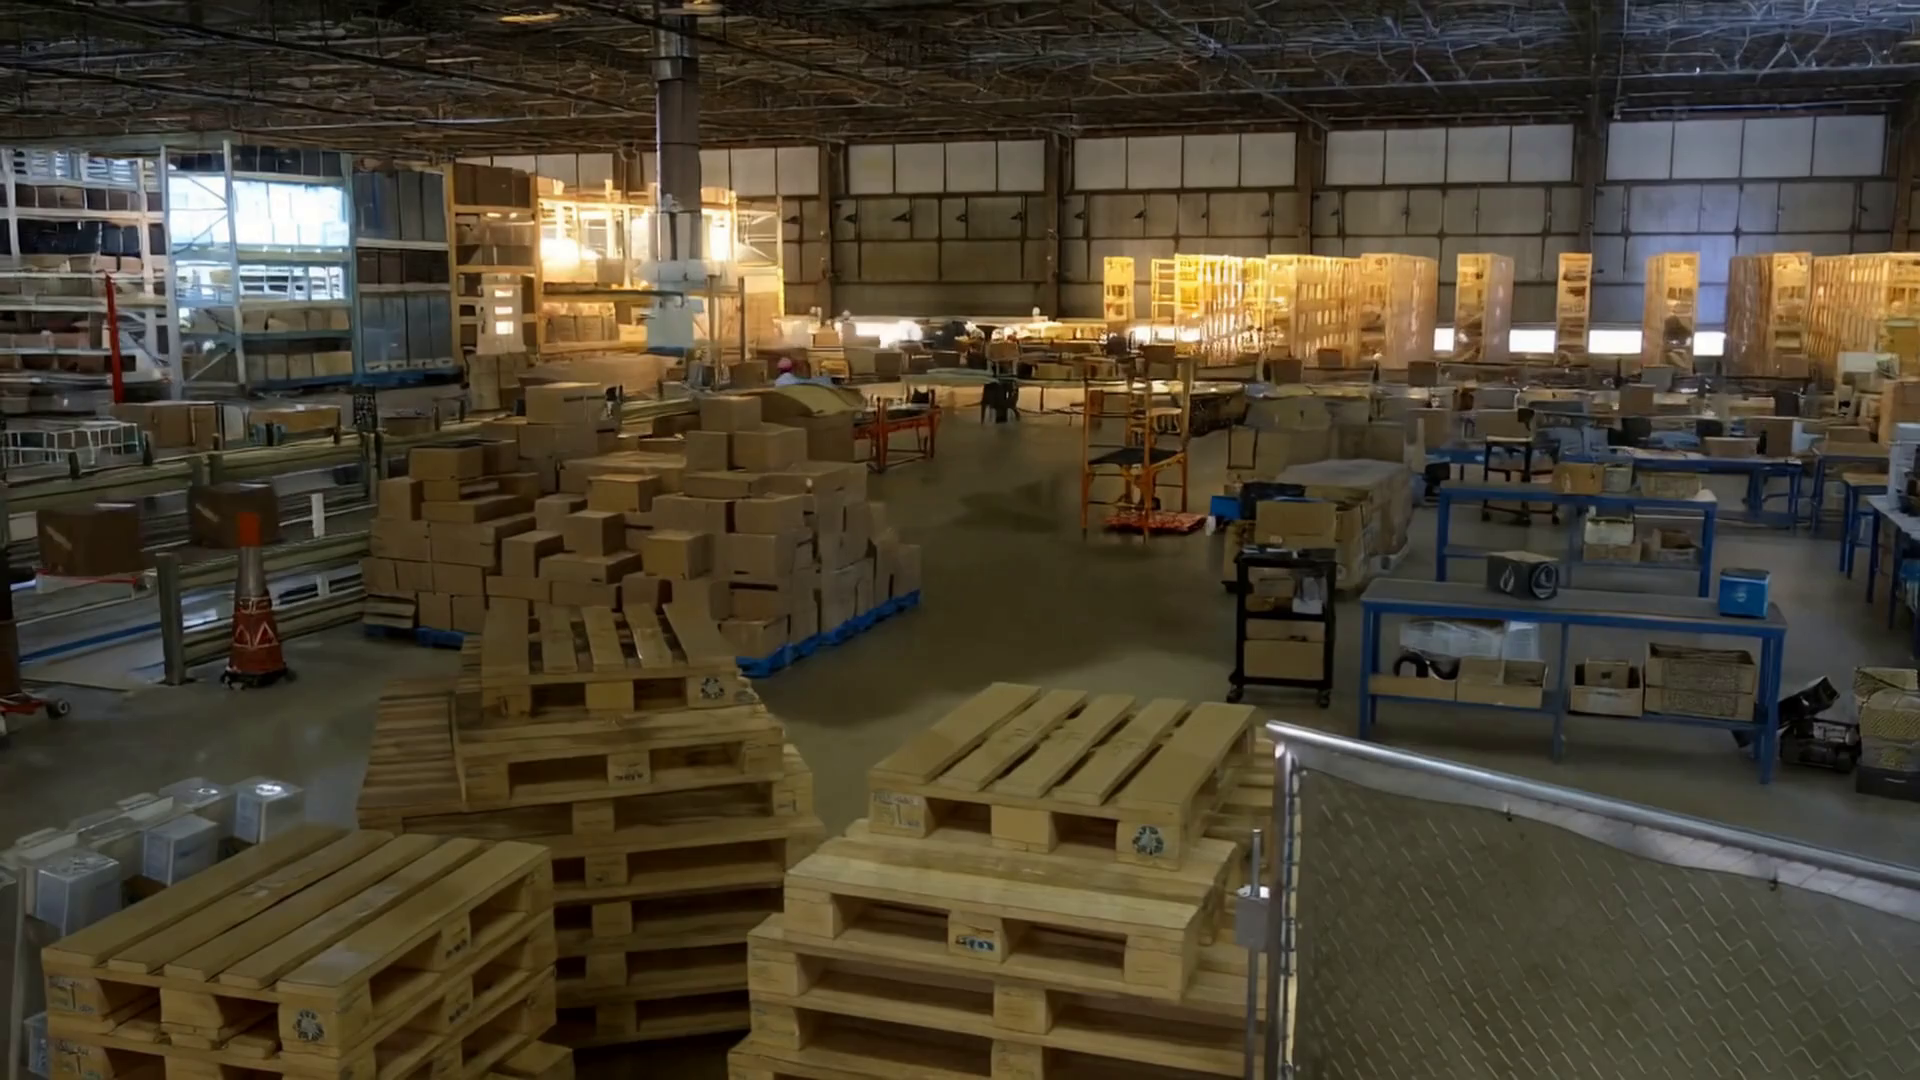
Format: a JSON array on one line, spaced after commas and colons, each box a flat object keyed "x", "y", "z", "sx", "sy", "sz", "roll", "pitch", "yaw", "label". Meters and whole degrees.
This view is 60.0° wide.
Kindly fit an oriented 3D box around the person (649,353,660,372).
[{"x": -8.264, "y": -5.209, "z": 45.806, "sx": 0.670, "sy": 1.917, "sz": 0.433, "roll": 7, "pitch": 11, "yaw": 36, "label": "person"}]

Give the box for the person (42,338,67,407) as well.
[{"x": -20.878, "y": -3.820, "z": 38.119, "sx": 0.521, "sy": 1.588, "sz": 0.851, "roll": 4, "pitch": 10, "yaw": 25, "label": "person"}]

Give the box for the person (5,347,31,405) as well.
[{"x": -18.182, "y": -2.918, "z": 32.219, "sx": 0.545, "sy": 1.671, "sz": 0.785, "roll": -1, "pitch": 9, "yaw": -8, "label": "person"}]

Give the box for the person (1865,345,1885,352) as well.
[{"x": 21.174, "y": -4.023, "z": 38.496, "sx": 0.479, "sy": 1.898, "sz": 0.690, "roll": 2, "pitch": 9, "yaw": 11, "label": "person"}]

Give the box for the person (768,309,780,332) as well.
[{"x": -6.986, "y": -7.777, "z": 62.411, "sx": 0.525, "sy": 1.769, "sz": 0.310, "roll": 6, "pitch": 11, "yaw": 32, "label": "person"}]

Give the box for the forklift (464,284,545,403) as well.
[{"x": -10.832, "y": -4.702, "z": 39.610, "sx": 1.129, "sy": 2.768, "sz": 1.873, "roll": 3, "pitch": 10, "yaw": 20, "label": "forklift"}]

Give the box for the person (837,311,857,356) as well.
[{"x": -3.390, "y": -5.908, "z": 50.115, "sx": 0.626, "sy": 1.950, "sz": 1.004, "roll": -4, "pitch": 10, "yaw": -22, "label": "person"}]

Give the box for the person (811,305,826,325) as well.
[{"x": -5.142, "y": -7.592, "z": 60.679, "sx": 0.601, "sy": 1.948, "sz": 0.387, "roll": -6, "pitch": 11, "yaw": -32, "label": "person"}]

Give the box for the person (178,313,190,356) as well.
[{"x": -23.055, "y": -5.763, "z": 49.304, "sx": 0.560, "sy": 1.916, "sz": 0.716, "roll": 4, "pitch": 10, "yaw": 25, "label": "person"}]

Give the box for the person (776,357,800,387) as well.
[{"x": -2.781, "y": -2.103, "z": 26.933, "sx": 0.532, "sy": 1.722, "sz": 0.898, "roll": 6, "pitch": 11, "yaw": 31, "label": "person"}]

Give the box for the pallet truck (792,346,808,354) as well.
[{"x": -3.705, "y": -4.298, "z": 42.022, "sx": 0.653, "sy": 1.274, "sz": 1.630, "roll": 3, "pitch": 10, "yaw": 20, "label": "pallet truck"}]

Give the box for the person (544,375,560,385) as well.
[{"x": -5.636, "y": -1.457, "z": 23.061, "sx": 0.546, "sy": 1.671, "sz": 0.719, "roll": 4, "pitch": 10, "yaw": 25, "label": "person"}]

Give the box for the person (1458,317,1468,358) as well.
[{"x": 18.235, "y": -7.412, "z": 59.934, "sx": 0.505, "sy": 1.829, "sz": 0.563, "roll": 3, "pitch": 10, "yaw": 18, "label": "person"}]

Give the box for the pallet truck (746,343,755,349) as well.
[{"x": -6.183, "y": -4.618, "z": 44.264, "sx": 1.601, "sy": 1.201, "sz": 0.680, "roll": -9, "pitch": 12, "yaw": -43, "label": "pallet truck"}]

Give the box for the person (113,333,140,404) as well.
[{"x": -16.670, "y": -3.192, "z": 33.266, "sx": 0.793, "sy": 1.878, "sz": 0.641, "roll": 5, "pitch": 10, "yaw": 30, "label": "person"}]
